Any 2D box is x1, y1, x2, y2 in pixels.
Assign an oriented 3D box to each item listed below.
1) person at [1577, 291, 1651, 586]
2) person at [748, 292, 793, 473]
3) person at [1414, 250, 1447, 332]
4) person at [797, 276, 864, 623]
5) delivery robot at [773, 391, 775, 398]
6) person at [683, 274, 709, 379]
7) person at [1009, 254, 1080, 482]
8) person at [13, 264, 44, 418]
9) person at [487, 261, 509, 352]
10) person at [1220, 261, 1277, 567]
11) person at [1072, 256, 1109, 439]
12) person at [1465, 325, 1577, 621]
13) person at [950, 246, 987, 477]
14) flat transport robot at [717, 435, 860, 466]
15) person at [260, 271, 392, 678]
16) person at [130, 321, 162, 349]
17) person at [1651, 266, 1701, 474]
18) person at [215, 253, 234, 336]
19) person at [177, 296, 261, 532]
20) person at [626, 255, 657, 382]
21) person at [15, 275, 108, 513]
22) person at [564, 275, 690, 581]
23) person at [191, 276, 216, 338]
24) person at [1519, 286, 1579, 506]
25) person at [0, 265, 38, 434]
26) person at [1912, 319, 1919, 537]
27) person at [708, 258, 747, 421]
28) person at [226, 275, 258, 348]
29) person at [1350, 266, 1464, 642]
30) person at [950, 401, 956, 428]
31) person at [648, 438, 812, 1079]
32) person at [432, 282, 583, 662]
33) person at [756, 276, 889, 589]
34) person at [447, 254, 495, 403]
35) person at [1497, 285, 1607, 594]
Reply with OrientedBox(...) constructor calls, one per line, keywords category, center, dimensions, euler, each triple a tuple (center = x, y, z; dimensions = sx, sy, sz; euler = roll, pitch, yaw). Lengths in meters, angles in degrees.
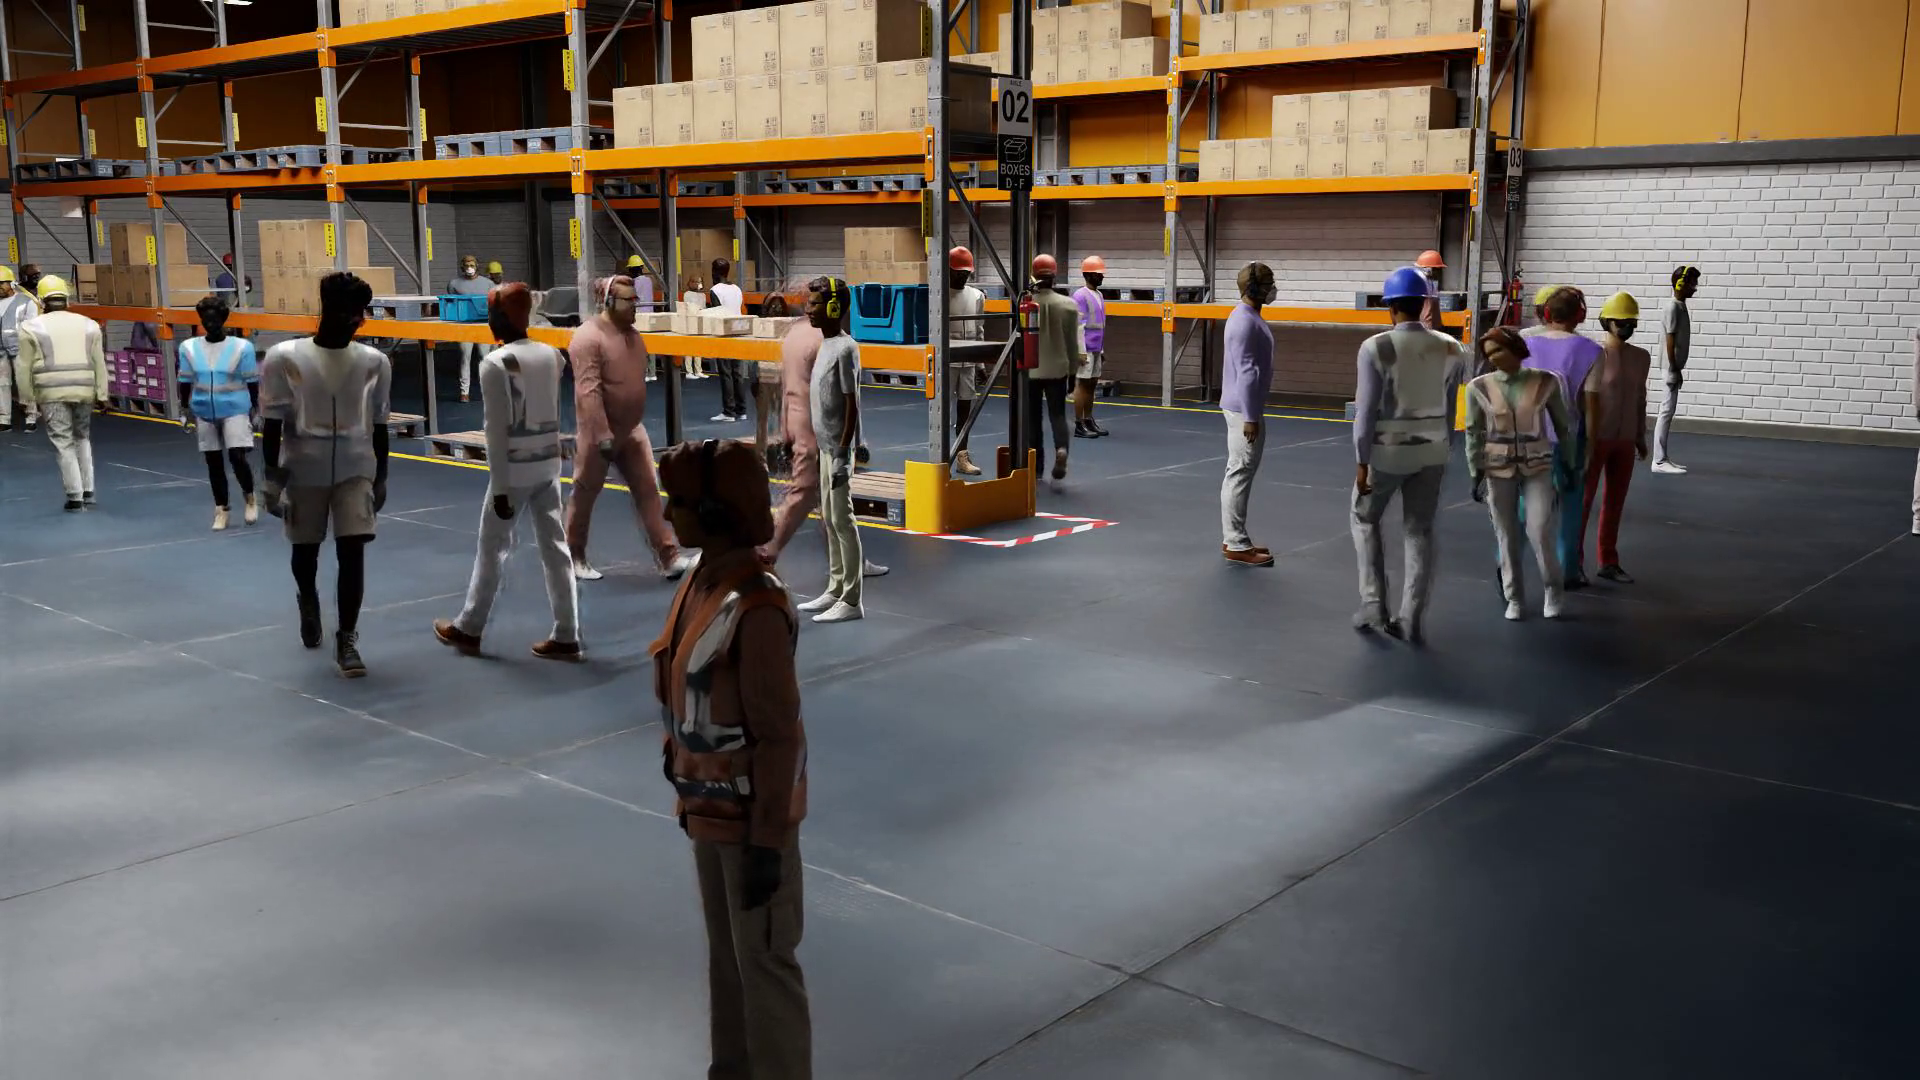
OrientedBox(category="person", center=(3.913, -0.603, 9.997), dimensions=(0.533, 1.767, 0.326), euler=(-3, 10, -17))
OrientedBox(category="person", center=(-1.675, -1.422, 15.041), dimensions=(0.515, 1.634, 0.311), euler=(-6, 12, -31))
OrientedBox(category="person", center=(4.960, -2.080, 17.755), dimensions=(0.381, 1.994, 0.614), euler=(1, 10, 5))
OrientedBox(category="person", center=(-0.697, -0.485, 9.027), dimensions=(0.329, 1.873, 0.515), euler=(-3, 10, -18))
OrientedBox(category="delivery robot", center=(-2.080, -1.906, 20.593), dimensions=(0.707, 0.478, 0.477), euler=(-1, 10, -7))
OrientedBox(category="person", center=(-4.102, -3.315, 25.844), dimensions=(0.281, 1.625, 0.493), euler=(7, 12, 34))
OrientedBox(category="person", center=(0.727, -1.451, 14.245), dimensions=(0.611, 1.978, 0.574), euler=(-1, 10, -7))
OrientedBox(category="person", center=(-11.089, -2.383, 19.945), dimensions=(0.429, 1.836, 0.620), euler=(2, 10, 10))
OrientedBox(category="person", center=(-7.108, -3.374, 25.612), dimensions=(0.644, 1.823, 0.412), euler=(-10, 14, -44))
OrientedBox(category="person", center=(1.853, -0.810, 10.681), dimensions=(0.372, 1.940, 0.627), euler=(1, 10, 8))
OrientedBox(category="person", center=(1.409, -2.060, 17.802), dimensions=(0.354, 1.939, 0.544), euler=(5, 11, 28))
OrientedBox(category="person", center=(3.021, -0.349, 9.002), dimensions=(0.594, 1.610, 0.366), euler=(4, 11, 22))
OrientedBox(category="person", center=(-0.025, -1.572, 14.754), dimensions=(0.605, 2.035, 0.385), euler=(-6, 11, -30))
OrientedBox(category="flat transport robot", center=(-1.632, -0.833, 15.559), dimensions=(1.431, 0.197, 0.652), euler=(8, 13, 40))
OrientedBox(category="person", center=(-3.075, -0.342, 8.082), dimensions=(0.636, 1.921, 0.875), euler=(-5, 11, -27))
OrientedBox(category="person", center=(-12.152, -3.284, 24.994), dimensions=(0.949, 1.870, 0.657), euler=(-2, 10, -11))
OrientedBox(category="person", center=(6.460, -1.532, 15.013), dimensions=(0.329, 1.865, 0.516), euler=(5, 11, 25))
OrientedBox(category="person", center=(-12.135, -3.820, 27.810), dimensions=(0.552, 1.942, 0.342), euler=(3, 10, 18))
OrientedBox(category="person", center=(-5.280, -0.890, 11.874), dimensions=(0.545, 1.687, 0.364), euler=(-1, 10, -5))
OrientedBox(category="person", center=(-4.849, -3.352, 25.228), dimensions=(0.398, 1.919, 0.592), euler=(3, 10, 18))
OrientedBox(category="person", center=(-6.935, -1.122, 12.808), dimensions=(0.631, 1.808, 0.608), euler=(8, 13, 37))
OrientedBox(category="person", center=(-2.049, -0.650, 10.011), dimensions=(0.979, 1.854, 0.653), euler=(6, 11, 29))
OrientedBox(category="person", center=(-10.262, -2.784, 22.603), dimensions=(0.317, 1.700, 0.535), euler=(2, 10, 12))
OrientedBox(category="person", center=(4.638, -1.142, 13.155), dimensions=(0.532, 1.732, 0.853), euler=(-1, 10, -8))
OrientedBox(category="person", center=(-10.376, -2.071, 18.166), dimensions=(0.590, 1.833, 0.404), euler=(-1, 10, -8))
OrientedBox(category="person", center=(6.913, -0.934, 11.498), dimensions=(0.403, 1.904, 0.637), euler=(-3, 11, -19))
OrientedBox(category="person", center=(-2.735, -2.349, 19.554), dimensions=(0.412, 1.909, 0.594), euler=(4, 11, 23))
OrientedBox(category="person", center=(-11.218, -3.322, 25.921), dimensions=(0.533, 1.619, 0.532), euler=(9, 14, 42))
OrientedBox(category="person", center=(2.288, -0.446, 8.643), dimensions=(0.626, 1.922, 0.579), euler=(-2, 10, -11))
OrientedBox(category="person", center=(-0.123, -2.074, 18.780), dimensions=(0.503, 1.623, 0.299), euler=(5, 11, 27))
OrientedBox(category="person", center=(-0.478, 0.595, 3.547), dimensions=(0.314, 1.636, 0.515), euler=(-5, 11, -25))
OrientedBox(category="person", center=(-2.235, -0.327, 8.188), dimensions=(0.883, 1.847, 0.593), euler=(5, 11, 27))
OrientedBox(category="person", center=(-0.882, -0.632, 9.902), dimensions=(0.966, 1.865, 0.644), euler=(-4, 11, -22))
OrientedBox(category="person", center=(-6.393, -2.769, 21.839), dimensions=(0.632, 1.939, 0.368), euler=(-3, 10, -18))
OrientedBox(category="person", center=(3.426, -0.569, 9.673), dimensions=(0.576, 1.816, 0.865), euler=(8, 13, 40))
